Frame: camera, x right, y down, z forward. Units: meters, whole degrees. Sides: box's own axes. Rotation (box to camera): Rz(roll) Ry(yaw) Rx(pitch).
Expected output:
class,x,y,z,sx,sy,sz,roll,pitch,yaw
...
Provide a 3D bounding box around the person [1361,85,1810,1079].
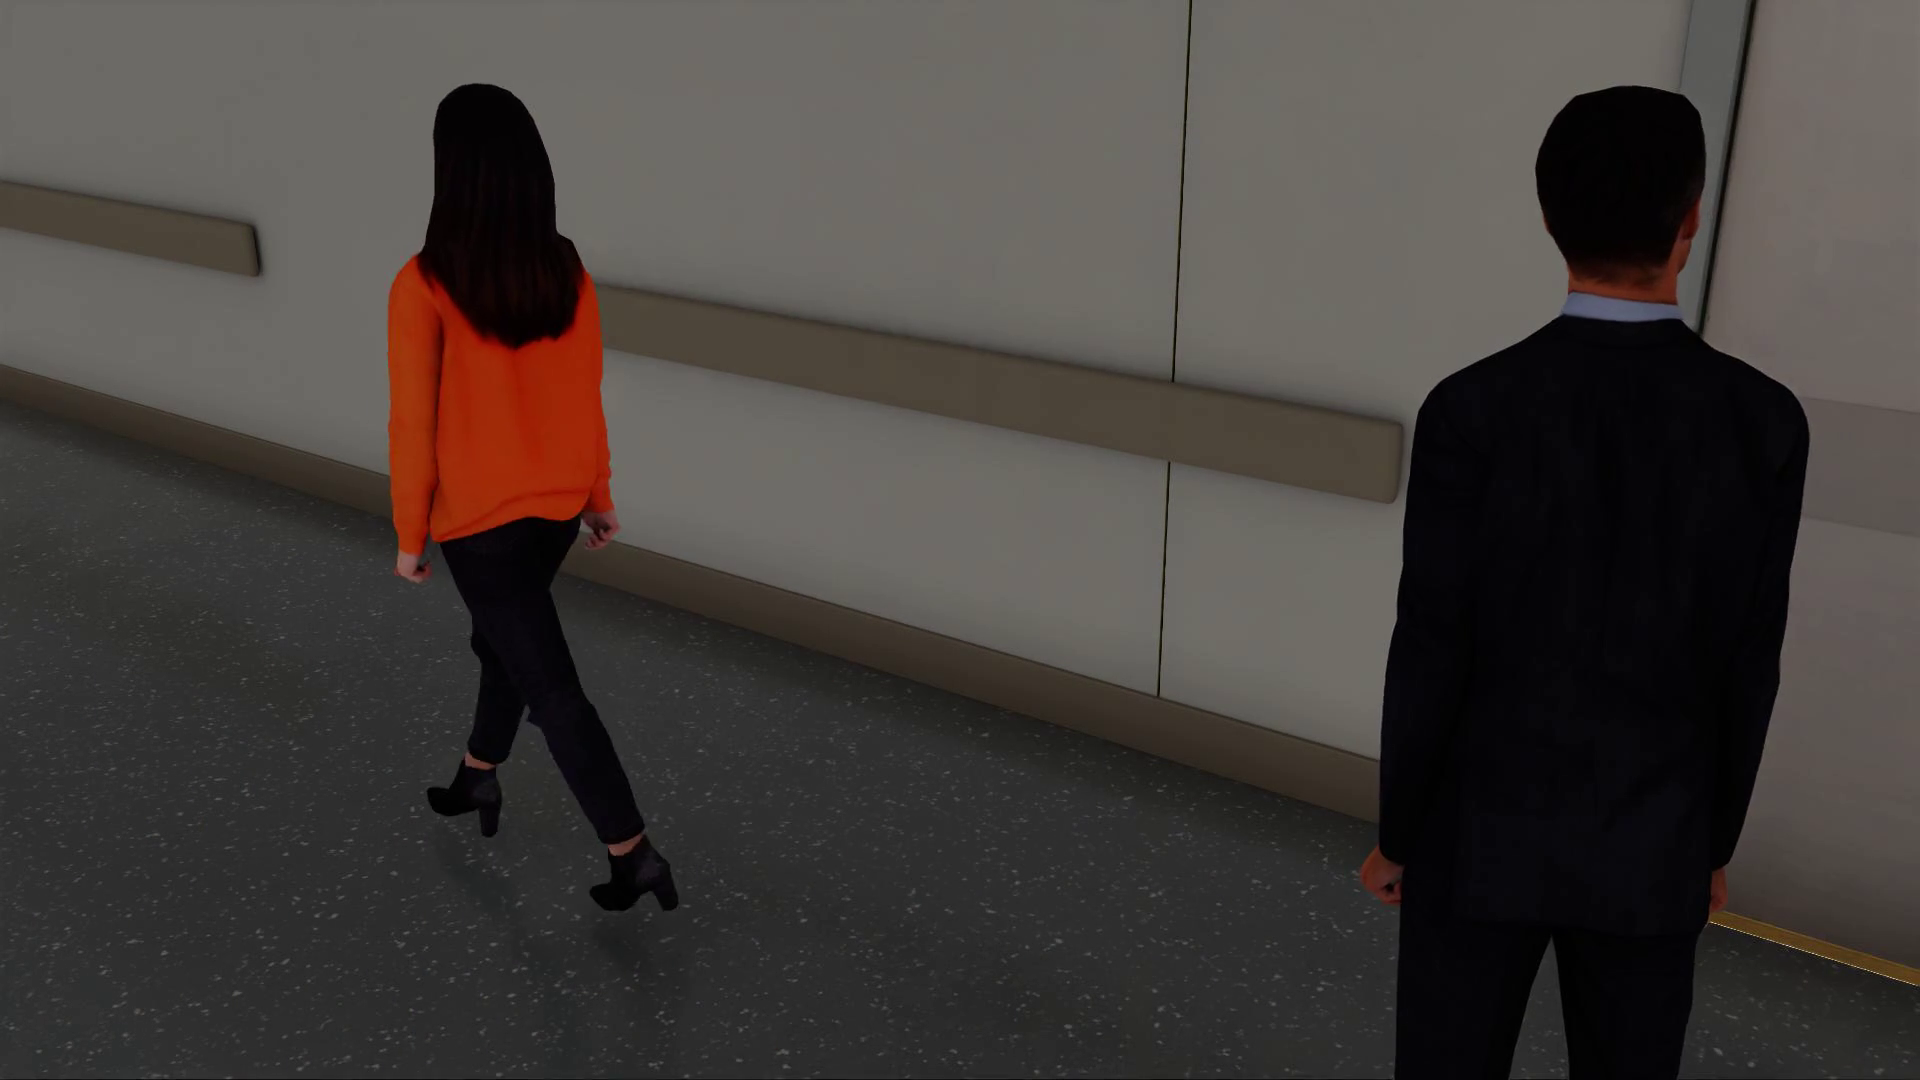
class,x,y,z,sx,sy,sz,roll,pitch,yaw
person,0.770,0.374,2.157,0.727,1.864,0.743,2,21,5

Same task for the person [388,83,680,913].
class,x,y,z,sx,sy,sz,roll,pitch,yaw
person,-0.848,-0.001,3.369,0.688,1.706,1.000,14,25,32
